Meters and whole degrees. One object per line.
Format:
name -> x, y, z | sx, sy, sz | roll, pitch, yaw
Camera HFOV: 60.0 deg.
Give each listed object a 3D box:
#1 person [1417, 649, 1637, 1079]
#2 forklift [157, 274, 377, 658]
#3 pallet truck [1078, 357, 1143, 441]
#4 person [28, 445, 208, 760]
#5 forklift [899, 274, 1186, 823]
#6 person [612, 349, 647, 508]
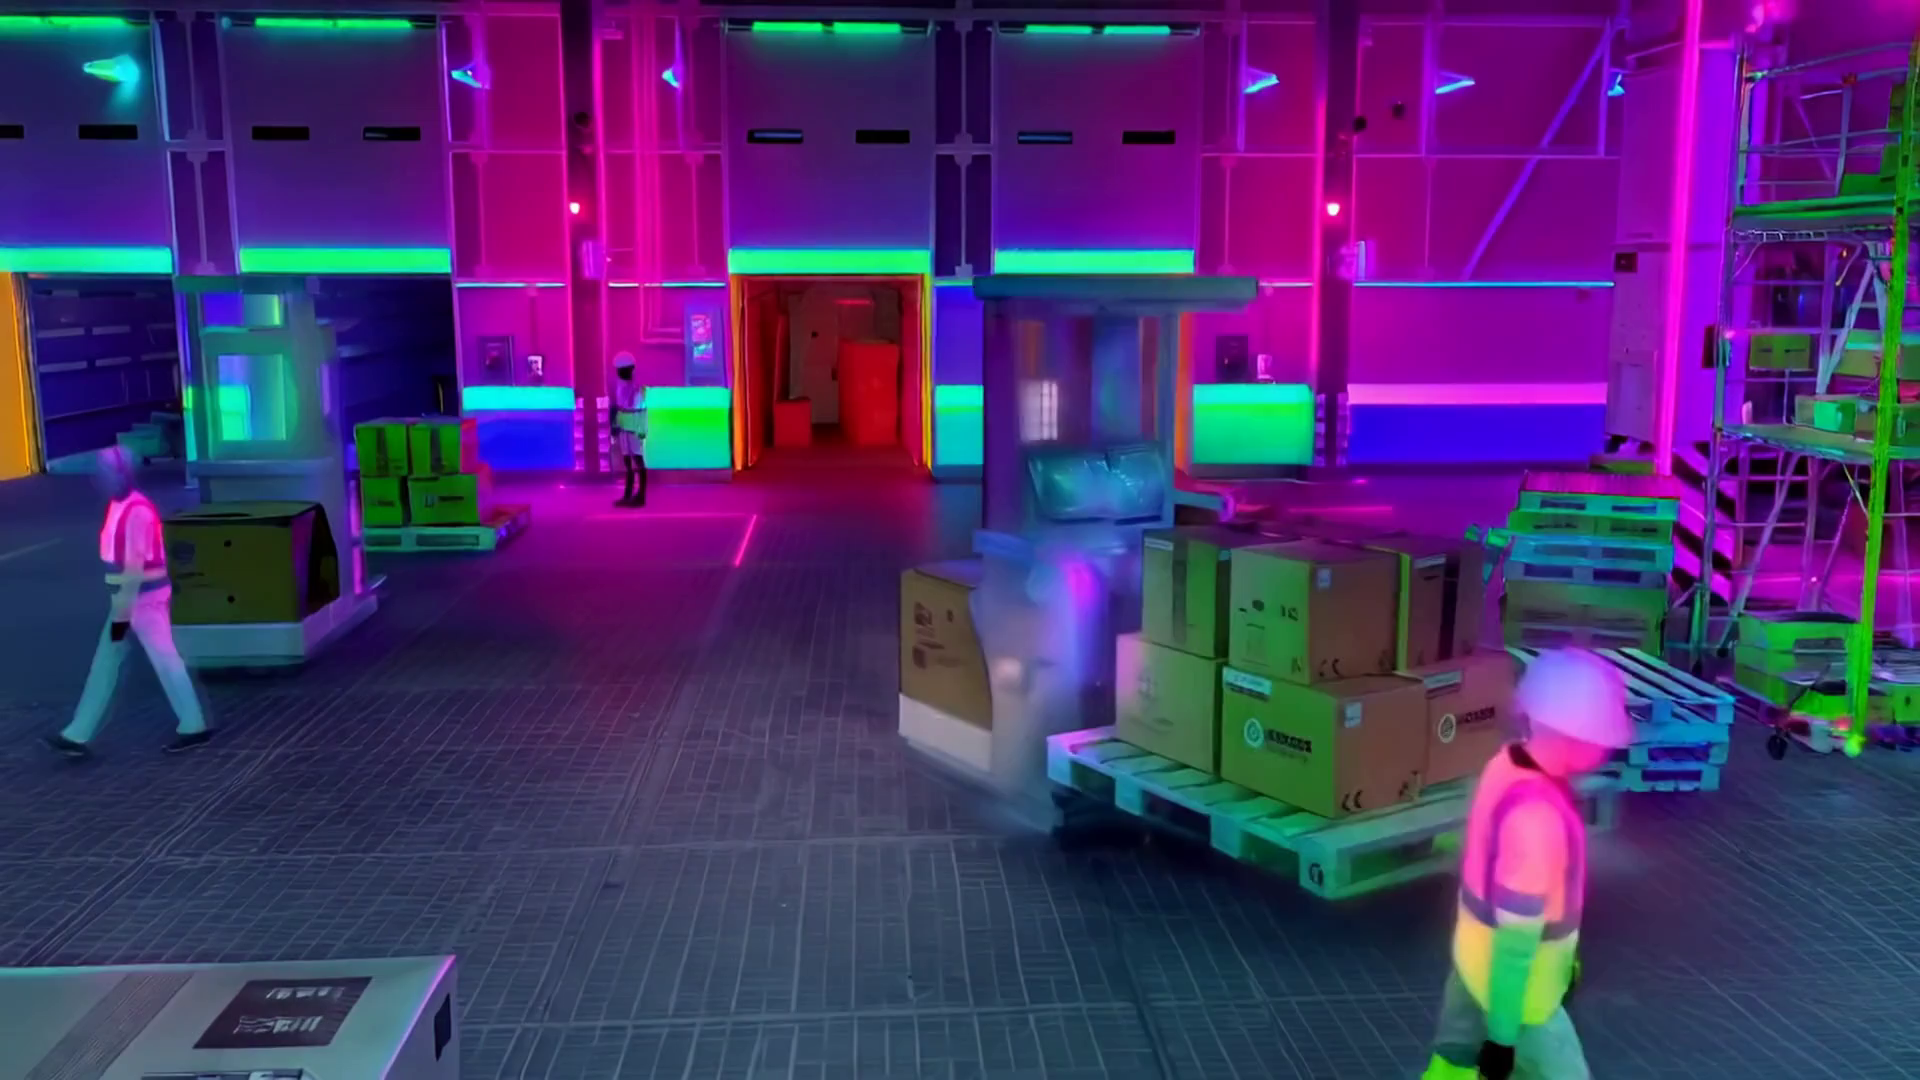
person -> 1.554, 1.181, 4.529 | 1.036, 1.859, 0.615 | 1, 9, 6
forklift -> -5.348, -0.627, 12.681 | 1.129, 2.768, 1.873 | -1, 9, -4
pallet truck -> 2.088, -0.836, 16.757 | 1.885, 1.965, 0.823 | 2, 9, 13
person -> -4.881, 0.382, 9.601 | 0.958, 1.835, 0.610 | -7, 11, -38
forklift -> 0.538, -0.090, 9.312 | 1.129, 2.768, 1.873 | -6, 11, -32
person -> -4.035, -1.354, 20.236 | 0.386, 1.929, 0.544 | -9, 13, -44
